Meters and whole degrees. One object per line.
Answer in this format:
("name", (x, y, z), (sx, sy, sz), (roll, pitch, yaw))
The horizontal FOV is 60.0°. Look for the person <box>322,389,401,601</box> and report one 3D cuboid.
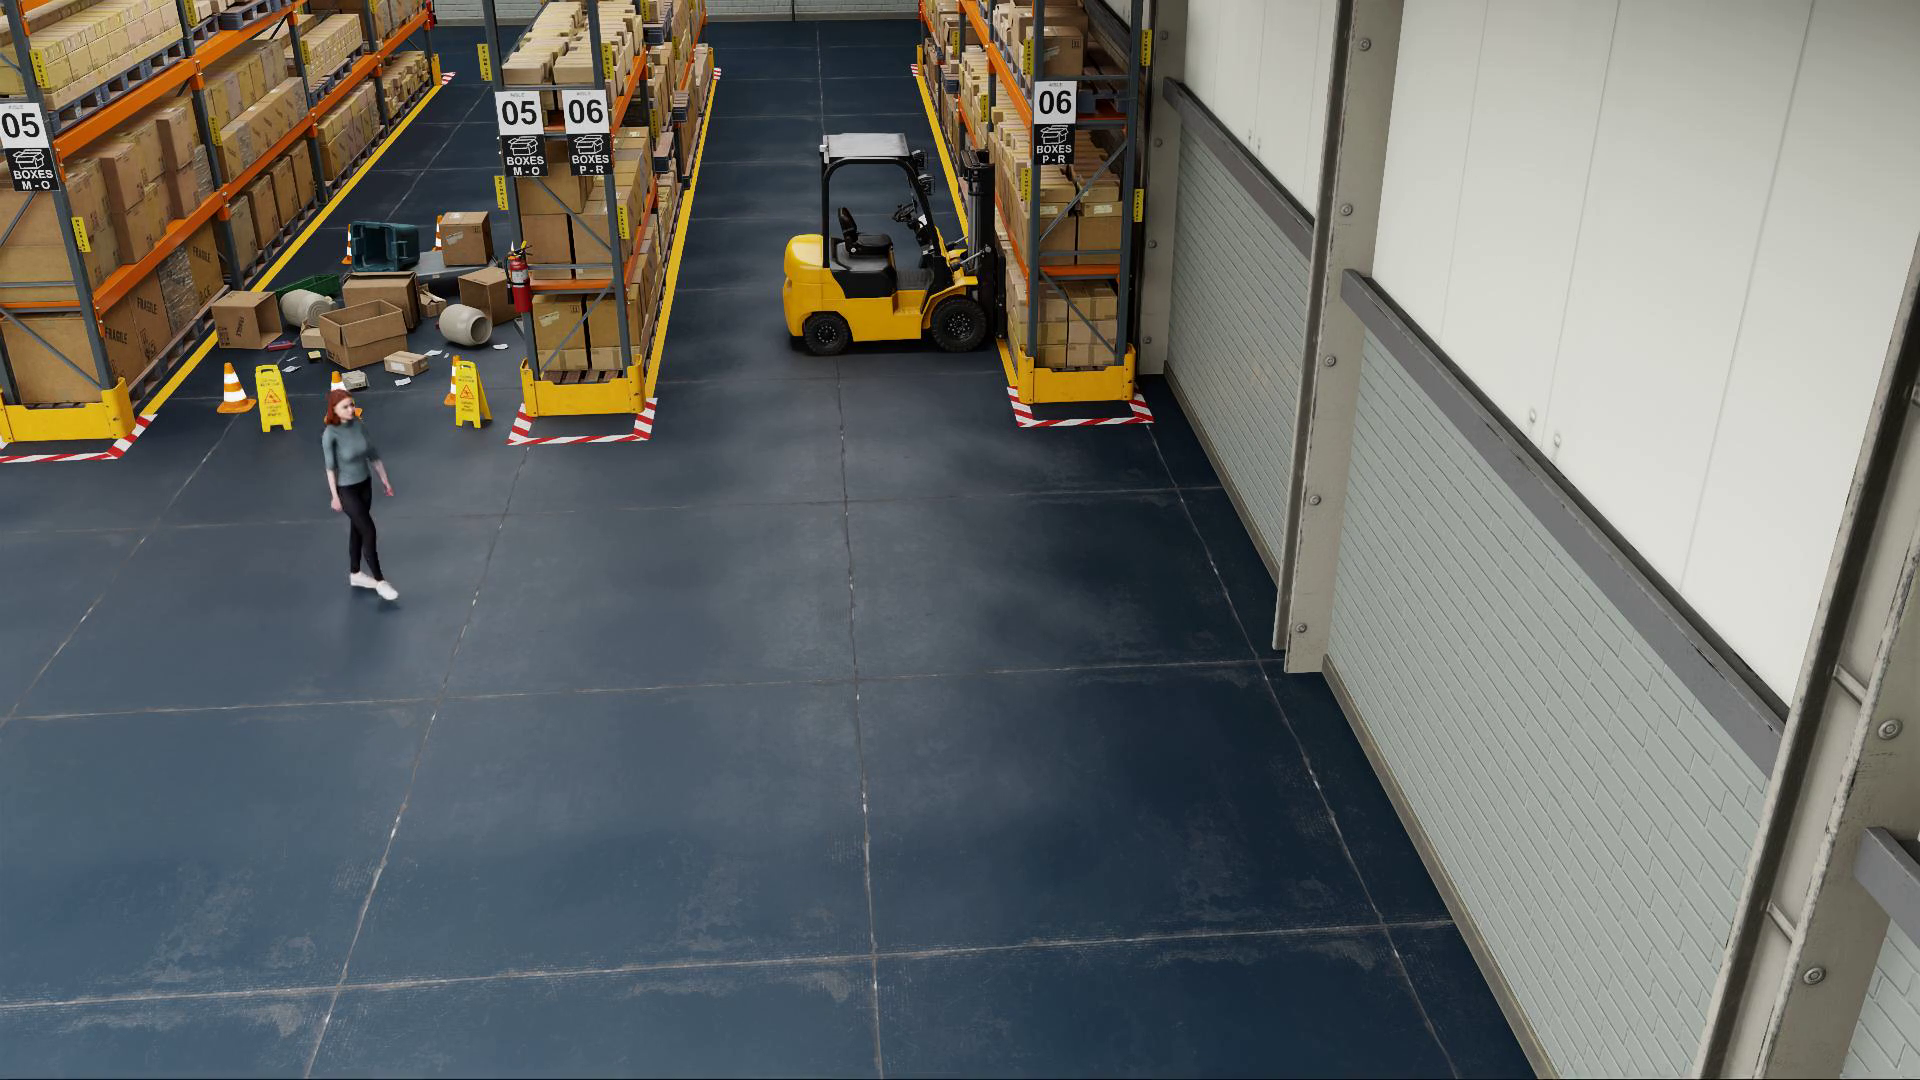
("person", (-4.809, -0.386, 13.053), (0.856, 1.725, 0.853), (10, 29, 19))
